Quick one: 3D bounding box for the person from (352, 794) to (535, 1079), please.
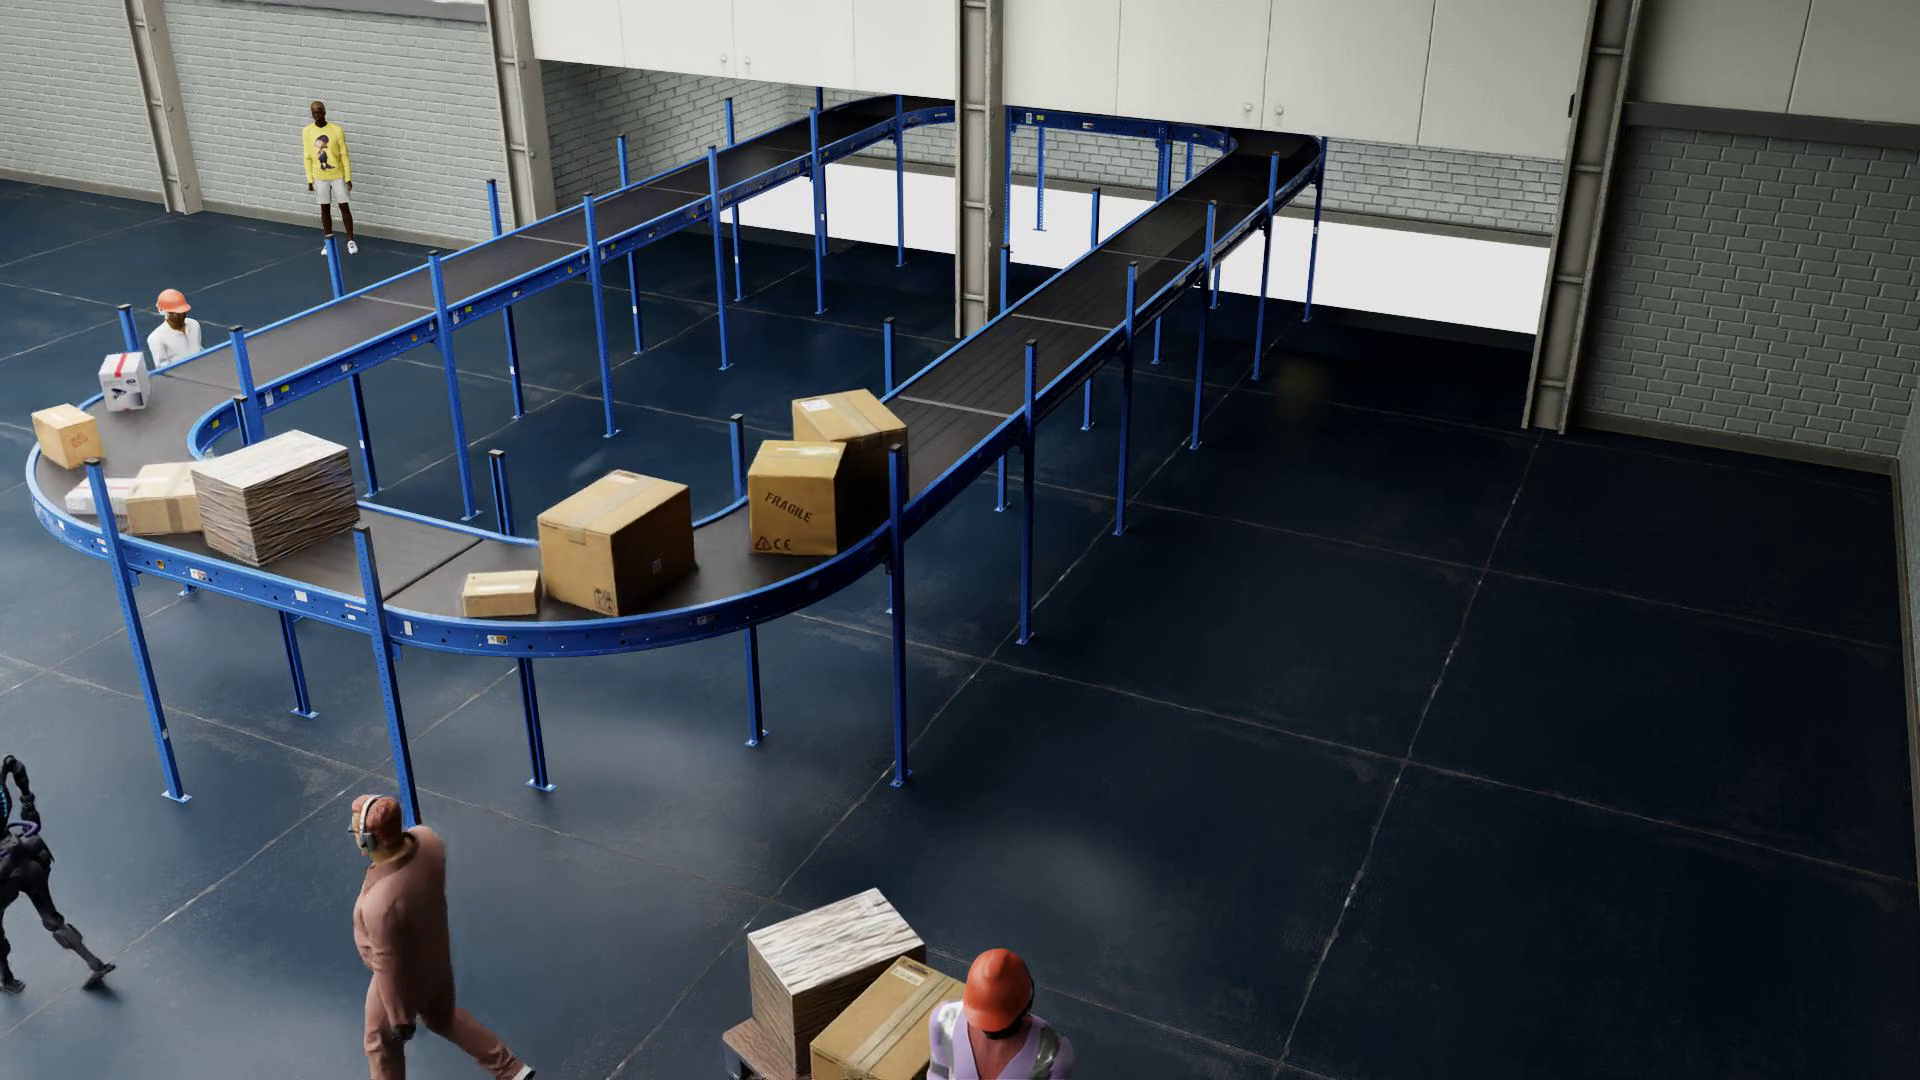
[{"bbox_3d":[-2.493,1.978,7.700,0.804,1.870,0.663,4,27,8],"label":"person"}]

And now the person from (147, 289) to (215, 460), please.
[{"bbox_3d":[-6.729,-1.350,14.525,0.340,1.751,0.561,8,28,16],"label":"person"}]

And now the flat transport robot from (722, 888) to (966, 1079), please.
[{"bbox_3d":[-0.396,2.722,7.991,1.431,0.231,0.659,-21,34,-36],"label":"flat transport robot"}]

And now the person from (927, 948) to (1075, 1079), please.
[{"bbox_3d":[0.141,2.434,6.595,0.604,2.035,0.395,11,28,21],"label":"person"}]

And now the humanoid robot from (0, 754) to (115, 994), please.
[{"bbox_3d":[-4.885,1.676,8.561,0.735,1.641,0.586,8,27,15],"label":"humanoid robot"}]

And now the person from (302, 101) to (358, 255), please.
[{"bbox_3d":[-7.862,-4.515,20.742,0.545,1.899,0.376,-5,27,-10],"label":"person"}]
